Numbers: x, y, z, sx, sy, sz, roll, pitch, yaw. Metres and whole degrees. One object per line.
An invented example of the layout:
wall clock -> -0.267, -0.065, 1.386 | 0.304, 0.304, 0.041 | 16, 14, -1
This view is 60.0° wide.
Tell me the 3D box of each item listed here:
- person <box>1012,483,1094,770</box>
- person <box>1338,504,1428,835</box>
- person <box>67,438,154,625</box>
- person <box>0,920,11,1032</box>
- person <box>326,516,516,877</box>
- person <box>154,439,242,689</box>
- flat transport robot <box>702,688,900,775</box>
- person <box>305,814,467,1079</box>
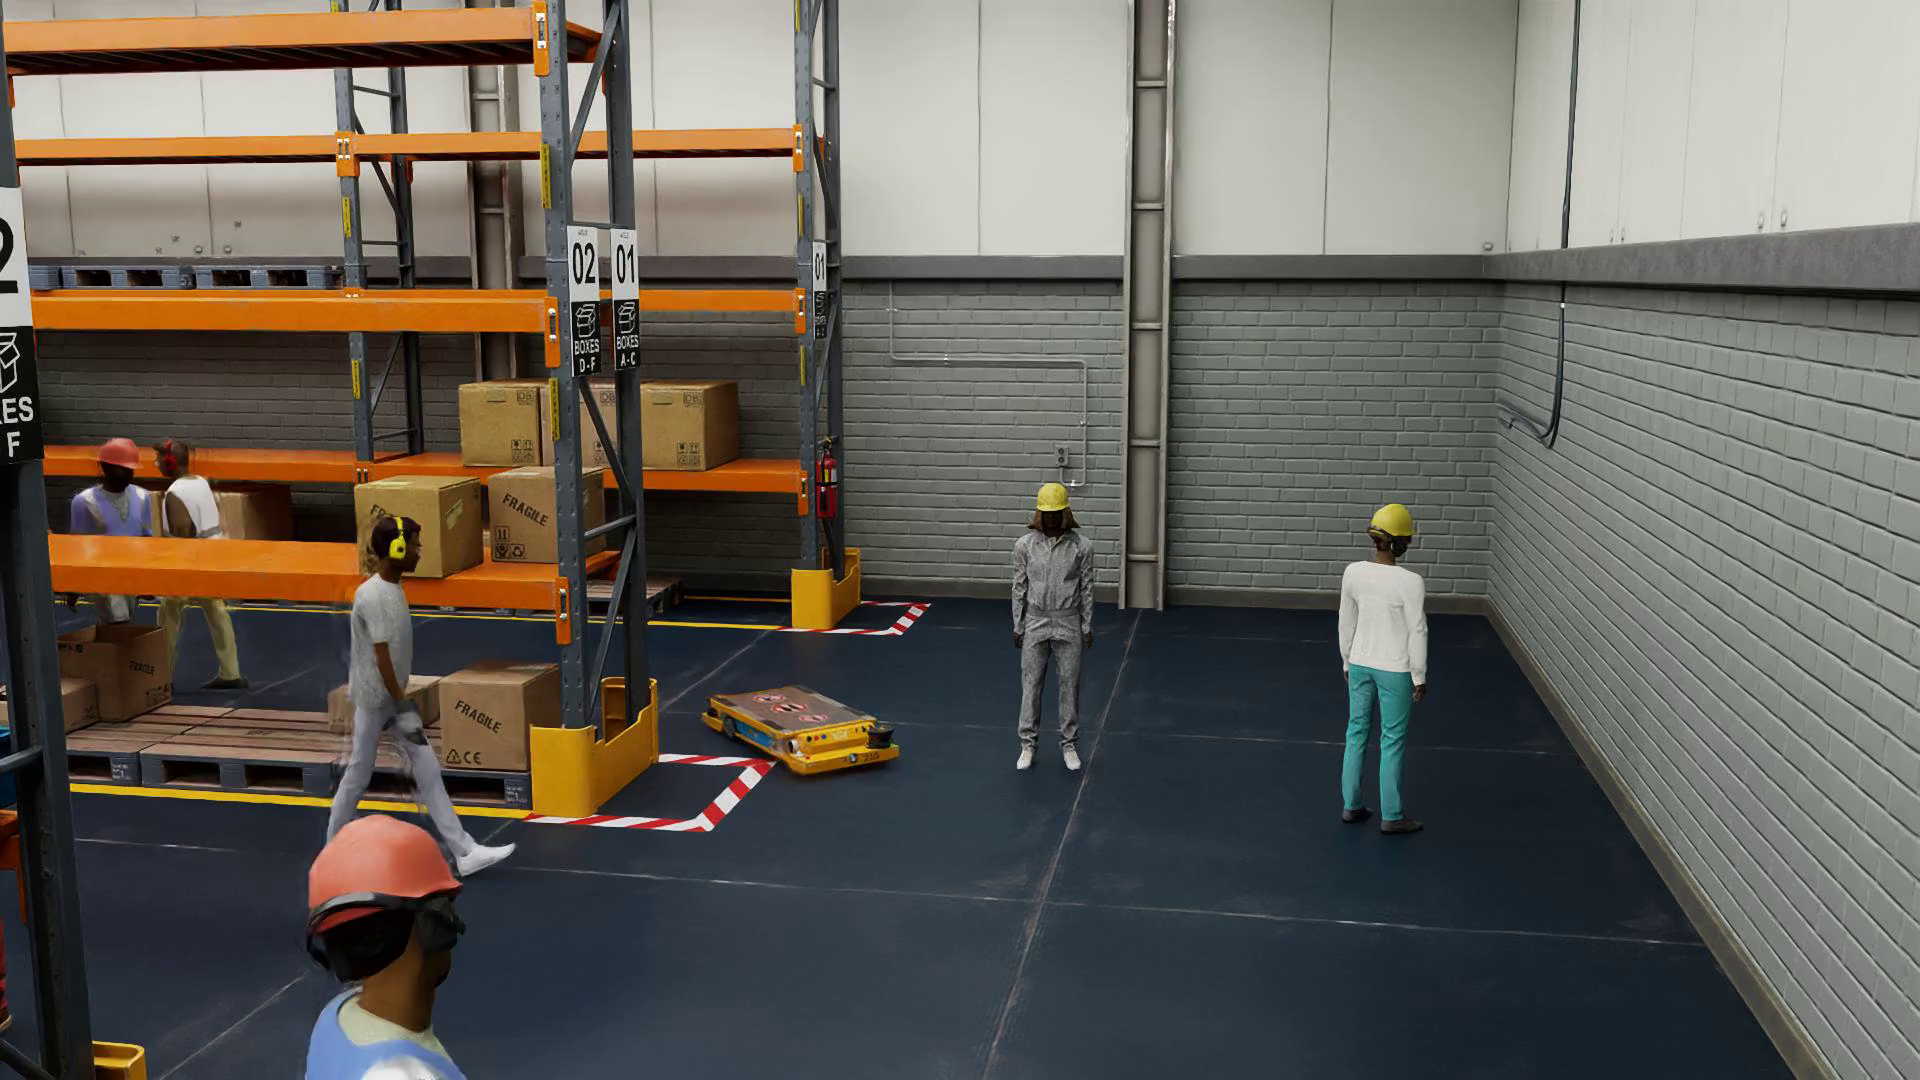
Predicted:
person -> 0.558, 0.521, 9.969 | 0.494, 1.743, 0.307 | 0, 9, 2
person -> 2.271, 0.683, 8.895 | 0.314, 1.767, 0.534 | -8, 12, -39
person -> -5.833, 0.234, 11.346 | 0.932, 1.893, 0.591 | 6, 11, 31
person -> -3.982, 0.989, 6.340 | 0.607, 1.987, 0.412 | 0, 9, 0
person -> -2.697, 0.797, 8.054 | 0.976, 1.801, 0.564 | 1, 9, 4
person -> -5.564, 0.192, 11.812 | 0.865, 1.802, 0.558 | 0, 9, 1
flat transport robot -> -1.032, 1.169, 10.505 | 0.652, 0.197, 1.431 | -6, 11, -33
person -> -0.888, 1.497, 3.109 | 0.543, 2.005, 0.652 | -6, 11, -31
